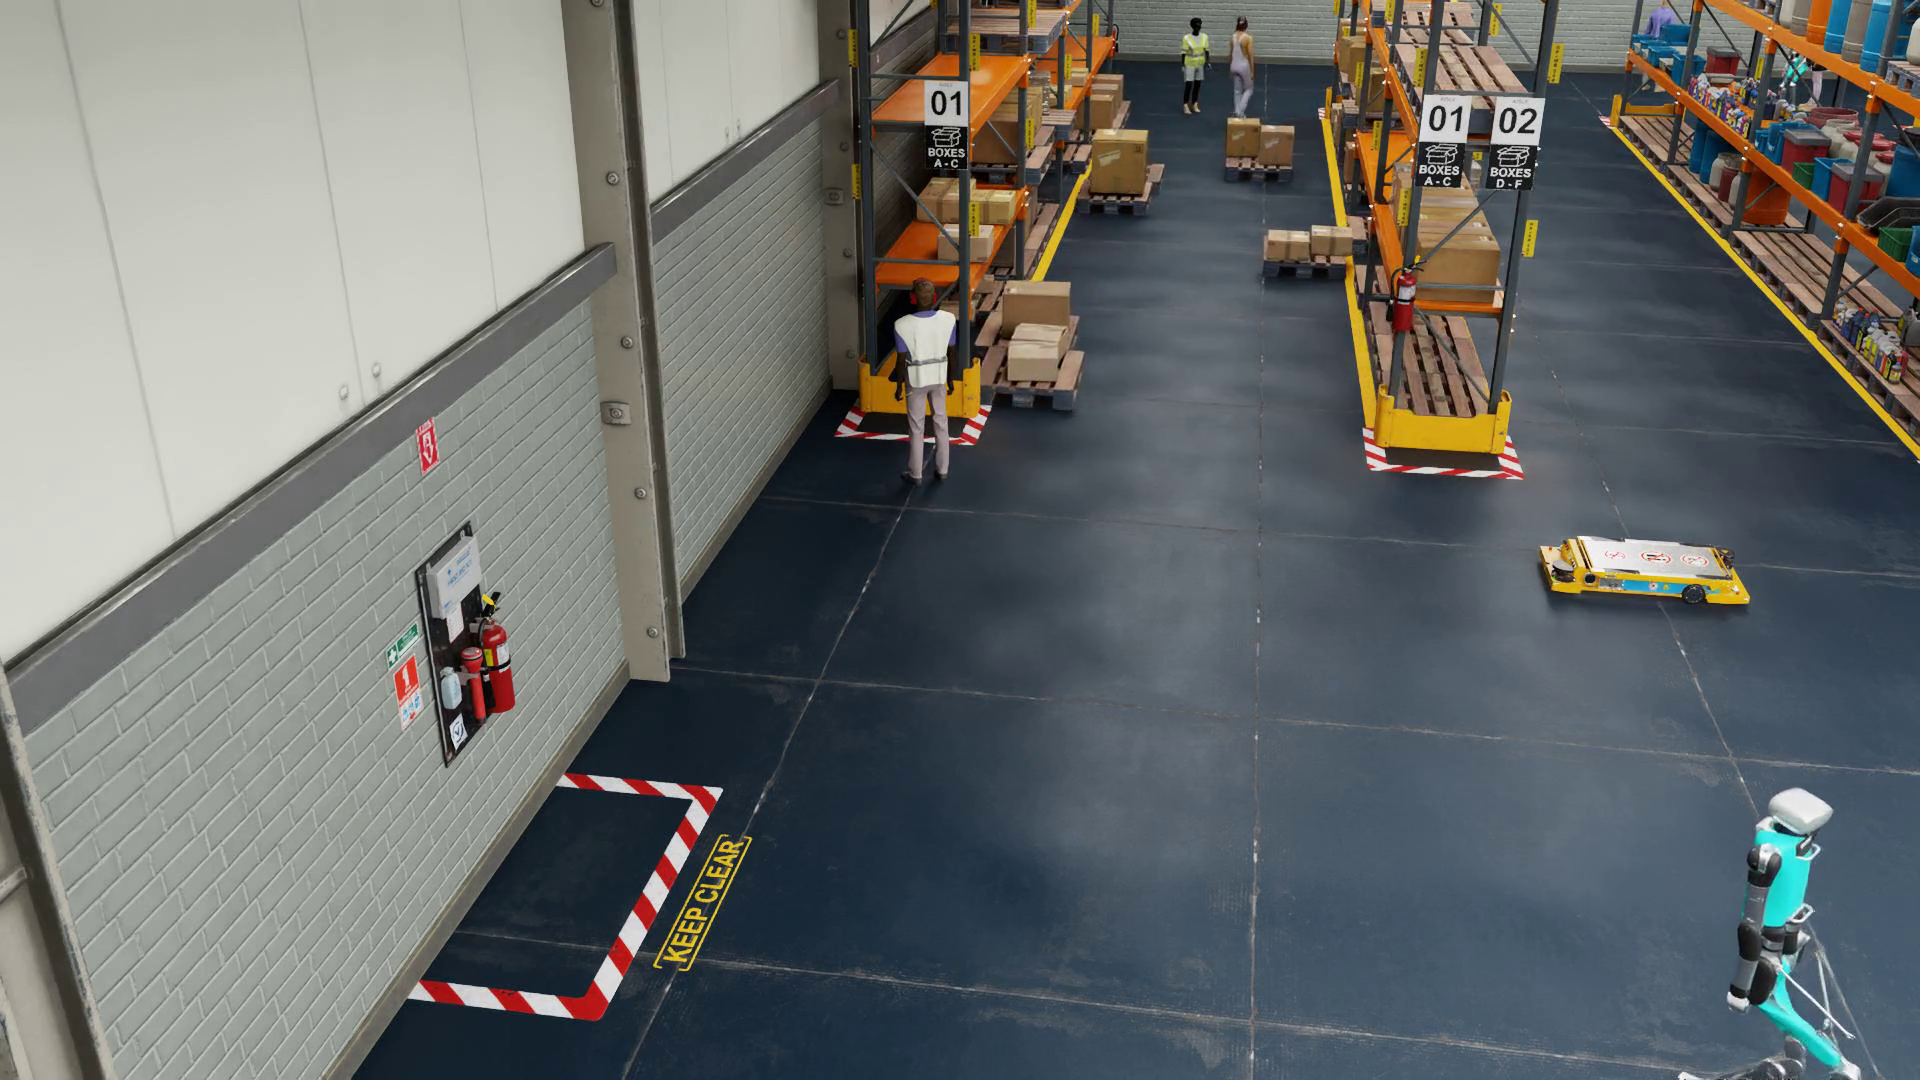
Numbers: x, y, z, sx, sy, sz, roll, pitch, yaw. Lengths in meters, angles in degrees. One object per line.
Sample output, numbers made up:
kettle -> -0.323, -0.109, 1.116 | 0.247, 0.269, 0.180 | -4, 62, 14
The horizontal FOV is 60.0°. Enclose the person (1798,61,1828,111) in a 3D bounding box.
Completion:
person -> 15.606, -8.726, 30.160 | 0.404, 1.856, 0.533 | 12, 28, 25

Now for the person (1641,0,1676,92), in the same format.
person -> 13.453, -9.560, 32.011 | 0.377, 1.797, 0.604 | -20, 32, -36

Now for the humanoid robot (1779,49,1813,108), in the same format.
humanoid robot -> 15.200, -8.690, 30.212 | 0.668, 1.798, 0.538 | -17, 30, -31

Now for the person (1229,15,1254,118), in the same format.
person -> 4.960, -8.229, 29.127 | 0.573, 1.823, 0.415 | 20, 32, 37

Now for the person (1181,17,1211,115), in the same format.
person -> 4.226, -8.536, 29.939 | 0.546, 1.691, 0.365 | -10, 27, -21

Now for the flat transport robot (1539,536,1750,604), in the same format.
flat transport robot -> 5.279, 0.231, 12.864 | 1.431, 0.231, 0.659 | 4, 25, 9

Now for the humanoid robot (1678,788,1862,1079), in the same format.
humanoid robot -> 3.828, 2.011, 7.367 | 0.532, 1.778, 1.005 | -22, 33, -39

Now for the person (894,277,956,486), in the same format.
person -> -0.298, -1.360, 14.405 | 0.565, 1.846, 0.390 | -10, 27, -20

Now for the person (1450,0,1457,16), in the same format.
person -> 9.303, -9.440, 31.790 | 0.303, 1.772, 0.524 | 0, 25, 1
